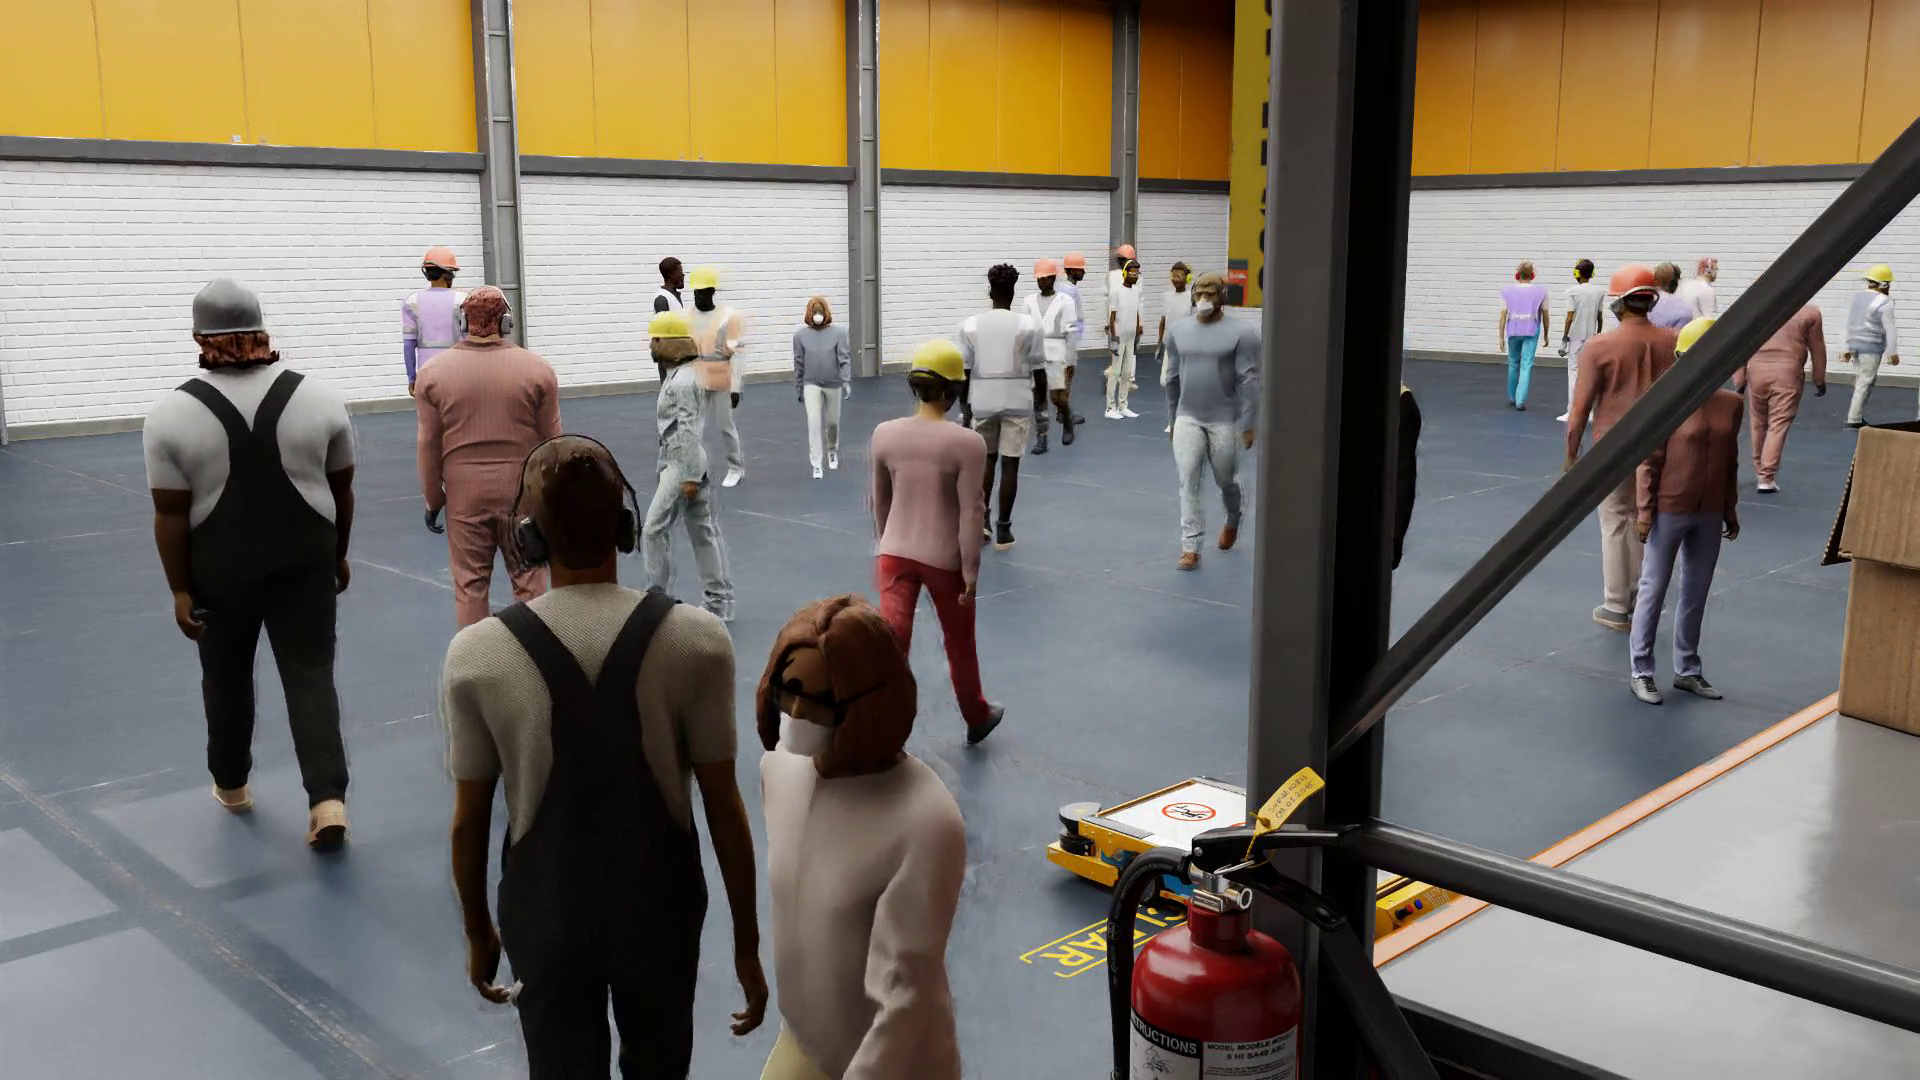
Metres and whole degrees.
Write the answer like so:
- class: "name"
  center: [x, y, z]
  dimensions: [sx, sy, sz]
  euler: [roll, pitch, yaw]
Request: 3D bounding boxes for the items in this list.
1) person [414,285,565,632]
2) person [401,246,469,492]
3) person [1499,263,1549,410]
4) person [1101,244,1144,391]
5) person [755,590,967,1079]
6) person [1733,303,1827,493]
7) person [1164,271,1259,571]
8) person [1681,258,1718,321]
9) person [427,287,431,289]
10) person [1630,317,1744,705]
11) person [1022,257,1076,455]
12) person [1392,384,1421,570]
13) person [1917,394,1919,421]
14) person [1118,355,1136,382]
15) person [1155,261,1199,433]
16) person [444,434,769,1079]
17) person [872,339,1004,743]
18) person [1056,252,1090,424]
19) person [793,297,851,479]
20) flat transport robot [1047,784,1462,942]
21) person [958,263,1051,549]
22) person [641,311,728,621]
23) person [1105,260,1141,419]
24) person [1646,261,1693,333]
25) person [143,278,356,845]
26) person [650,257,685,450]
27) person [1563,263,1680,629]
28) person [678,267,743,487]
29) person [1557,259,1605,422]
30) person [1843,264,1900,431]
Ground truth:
- class: "person"
  center: [-2.136, -0.208, 7.645]
  dimensions: [0.651, 1.906, 0.401]
  euler: [-2, 11, -12]
- class: "person"
  center: [-4.191, -1.354, 13.527]
  dimensions: [0.611, 2.040, 0.393]
  euler: [0, 10, -3]
- class: "person"
  center: [6.958, -2.516, 20.551]
  dimensions: [0.573, 1.793, 0.987]
  euler: [5, 12, 25]
- class: "person"
  center: [2.178, -2.990, 22.539]
  dimensions: [0.613, 2.018, 0.831]
  euler: [9, 14, 40]
- class: "person"
  center: [-0.192, 0.860, 2.672]
  dimensions: [0.497, 1.585, 0.834]
  euler: [10, 14, 43]
- class: "person"
  center: [6.917, -1.349, 14.013]
  dimensions: [0.665, 1.857, 0.993]
  euler: [10, 14, 42]
- class: "person"
  center: [1.643, -0.796, 10.846]
  dimensions: [0.635, 1.915, 0.886]
  euler: [5, 11, 23]
- class: "person"
  center: [8.825, -2.385, 19.622]
  dimensions: [0.974, 1.855, 0.680]
  euler: [1, 10, 7]
- class: "person"
  center: [-5.295, -1.781, 16.980]
  dimensions: [0.376, 1.623, 0.526]
  euler: [0, 10, -1]
- class: "person"
  center: [3.328, -0.129, 7.598]
  dimensions: [0.533, 1.768, 0.311]
  euler: [-3, 11, -14]
- class: "person"
  center: [0.881, -1.806, 16.329]
  dimensions: [0.551, 1.917, 0.565]
  euler: [5, 12, 27]
- class: "person"
  center: [1.594, -0.039, 7.025]
  dimensions: [0.629, 1.789, 0.965]
  euler: [5, 12, 26]
- class: "person"
  center: [7.553, -0.979, 12.636]
  dimensions: [0.511, 1.610, 0.587]
  euler: [5, 11, 24]
- class: "person"
  center: [2.428, -3.111, 24.203]
  dimensions: [0.310, 1.639, 0.514]
  euler: [-1, 10, -4]
- class: "person"
  center: [2.400, -2.108, 18.153]
  dimensions: [0.535, 1.855, 0.616]
  euler: [8, 13, 39]
- class: "person"
  center: [-0.647, 0.700, 3.050]
  dimensions: [0.535, 1.782, 0.978]
  euler: [-3, 11, -14]
- class: "person"
  center: [-0.112, 0.062, 6.669]
  dimensions: [0.539, 1.716, 0.911]
  euler: [4, 11, 23]
- class: "person"
  center: [1.282, -2.294, 18.933]
  dimensions: [0.372, 1.935, 0.551]
  euler: [0, 10, -1]
- class: "person"
  center: [-1.233, -1.383, 14.893]
  dimensions: [0.512, 1.601, 0.809]
  euler: [-1, 10, -4]
- class: "flat transport robot"
  center: [1.022, 1.042, 5.290]
  dimensions: [0.652, 0.197, 1.431]
  euler: [-10, 14, -44]
- class: "person"
  center: [0.308, -0.921, 11.436]
  dimensions: [0.616, 1.941, 0.605]
  euler: [3, 11, 16]
- class: "person"
  center: [-1.611, -0.375, 9.041]
  dimensions: [0.721, 1.715, 0.516]
  euler: [-2, 11, -10]
- class: "person"
  center: [1.932, -2.334, 19.405]
  dimensions: [0.490, 1.853, 0.369]
  euler: [-9, 14, -40]
- class: "person"
  center: [5.980, -1.455, 14.421]
  dimensions: [0.770, 1.919, 0.645]
  euler: [-9, 14, -40]
- class: "person"
  center: [-2.474, 0.047, 5.885]
  dimensions: [0.684, 2.000, 1.004]
  euler: [-6, 12, -28]
- class: "person"
  center: [-2.831, -1.800, 16.283]
  dimensions: [0.379, 1.920, 0.597]
  euler: [0, 10, 2]
- class: "person"
  center: [3.604, -0.505, 9.057]
  dimensions: [0.650, 1.977, 0.476]
  euler: [-2, 11, -9]
- class: "person"
  center: [-2.067, -1.327, 13.834]
  dimensions: [0.603, 1.882, 0.979]
  euler: [3, 11, 16]
- class: "person"
  center: [7.107, -2.278, 19.048]
  dimensions: [0.532, 1.865, 0.310]
  euler: [-3, 11, -15]
- class: "person"
  center: [9.941, -2.084, 18.135]
  dimensions: [0.542, 1.816, 0.599]
  euler: [-1, 10, -6]
